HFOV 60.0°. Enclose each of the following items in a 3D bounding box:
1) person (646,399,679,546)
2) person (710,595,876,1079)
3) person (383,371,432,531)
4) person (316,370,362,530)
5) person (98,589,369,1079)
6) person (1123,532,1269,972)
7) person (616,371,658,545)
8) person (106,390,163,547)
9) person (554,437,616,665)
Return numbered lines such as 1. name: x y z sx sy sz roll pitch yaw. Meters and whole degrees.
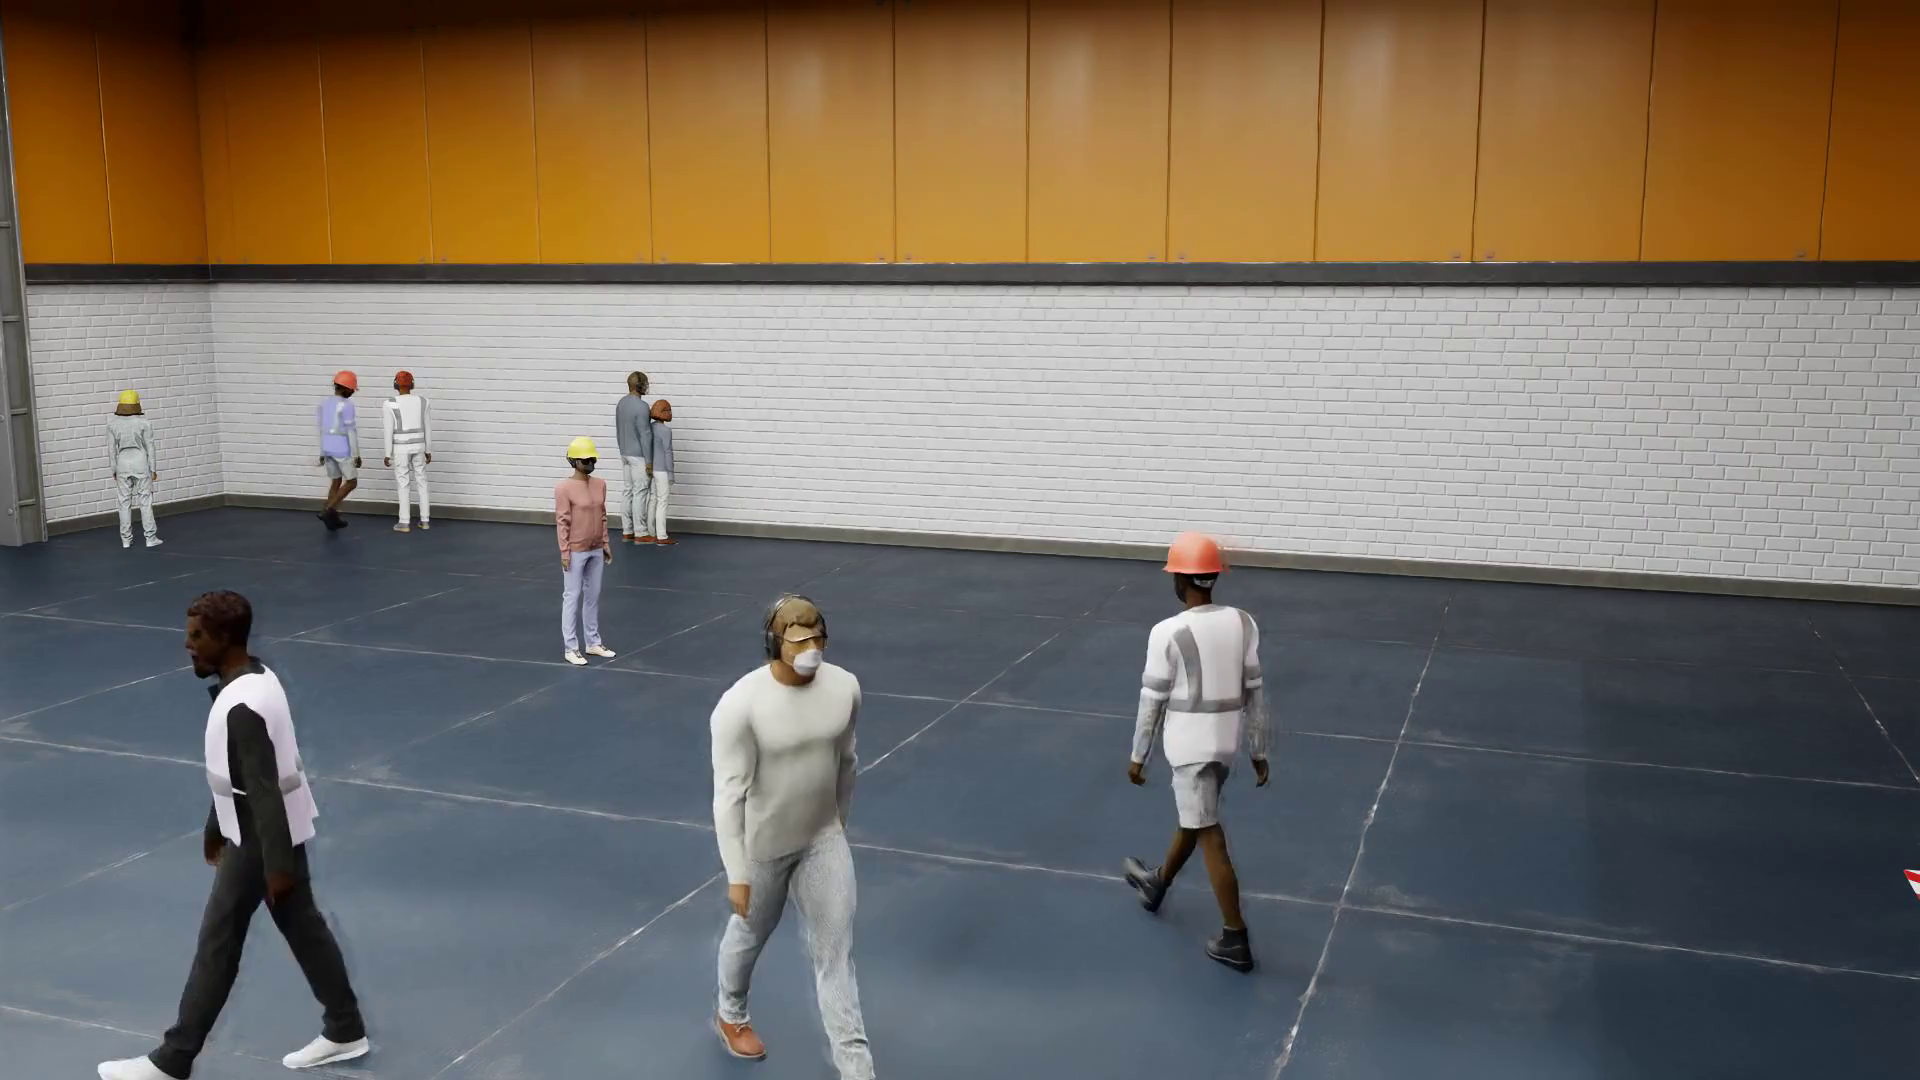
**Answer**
1. person: -3.338 -0.755 18.550 0.288 1.627 0.497 -7 12 -39
2. person: -0.640 1.119 6.144 0.651 1.884 1.035 -7 11 -35
3. person: -6.477 -1.041 19.518 0.573 1.883 0.356 -8 12 -41
4. person: -7.310 -1.031 19.429 0.655 1.891 0.619 6 11 34
5. person: -2.718 1.112 6.178 0.968 1.870 0.616 -3 10 -18
6. person: 1.017 0.900 7.465 0.572 1.877 1.018 -6 11 -32
7. person: -3.612 -0.919 18.584 0.355 1.937 0.635 -7 12 -38
8. person: -9.126 -0.787 18.376 0.489 1.744 0.295 -2 9 -10
9. person: -2.914 0.077 12.941 0.316 1.769 0.525 5 11 30
